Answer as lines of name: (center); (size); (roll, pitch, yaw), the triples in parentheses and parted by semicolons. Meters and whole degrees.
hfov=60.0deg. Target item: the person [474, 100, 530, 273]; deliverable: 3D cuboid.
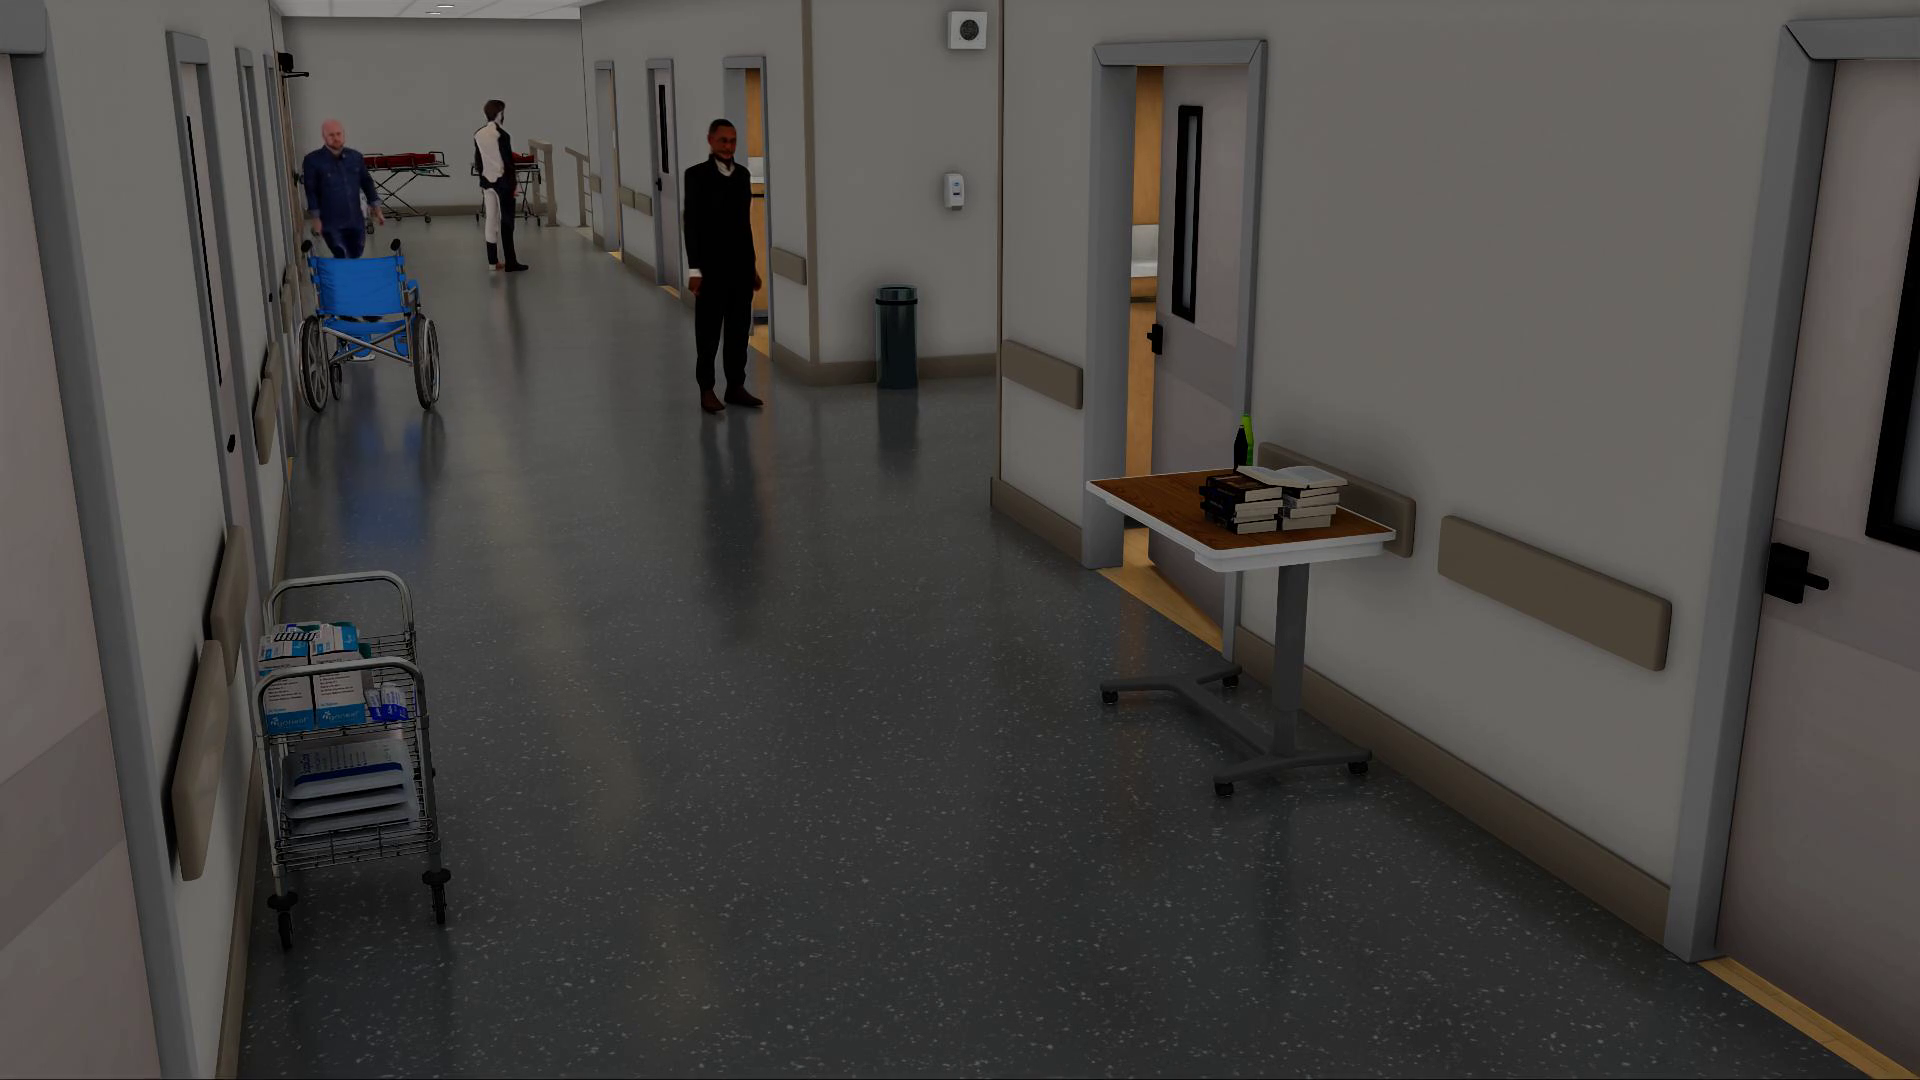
person: (-5.221, -3.999, 18.790); (0.755, 1.890, 0.834); (9, 18, 28)

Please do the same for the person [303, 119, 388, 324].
person: (-5.335, -2.662, 14.262); (1.268, 1.773, 1.124); (10, 19, 31)

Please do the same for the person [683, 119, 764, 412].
person: (-1.581, -1.827, 11.062); (0.784, 1.903, 0.757); (-14, 21, -40)
